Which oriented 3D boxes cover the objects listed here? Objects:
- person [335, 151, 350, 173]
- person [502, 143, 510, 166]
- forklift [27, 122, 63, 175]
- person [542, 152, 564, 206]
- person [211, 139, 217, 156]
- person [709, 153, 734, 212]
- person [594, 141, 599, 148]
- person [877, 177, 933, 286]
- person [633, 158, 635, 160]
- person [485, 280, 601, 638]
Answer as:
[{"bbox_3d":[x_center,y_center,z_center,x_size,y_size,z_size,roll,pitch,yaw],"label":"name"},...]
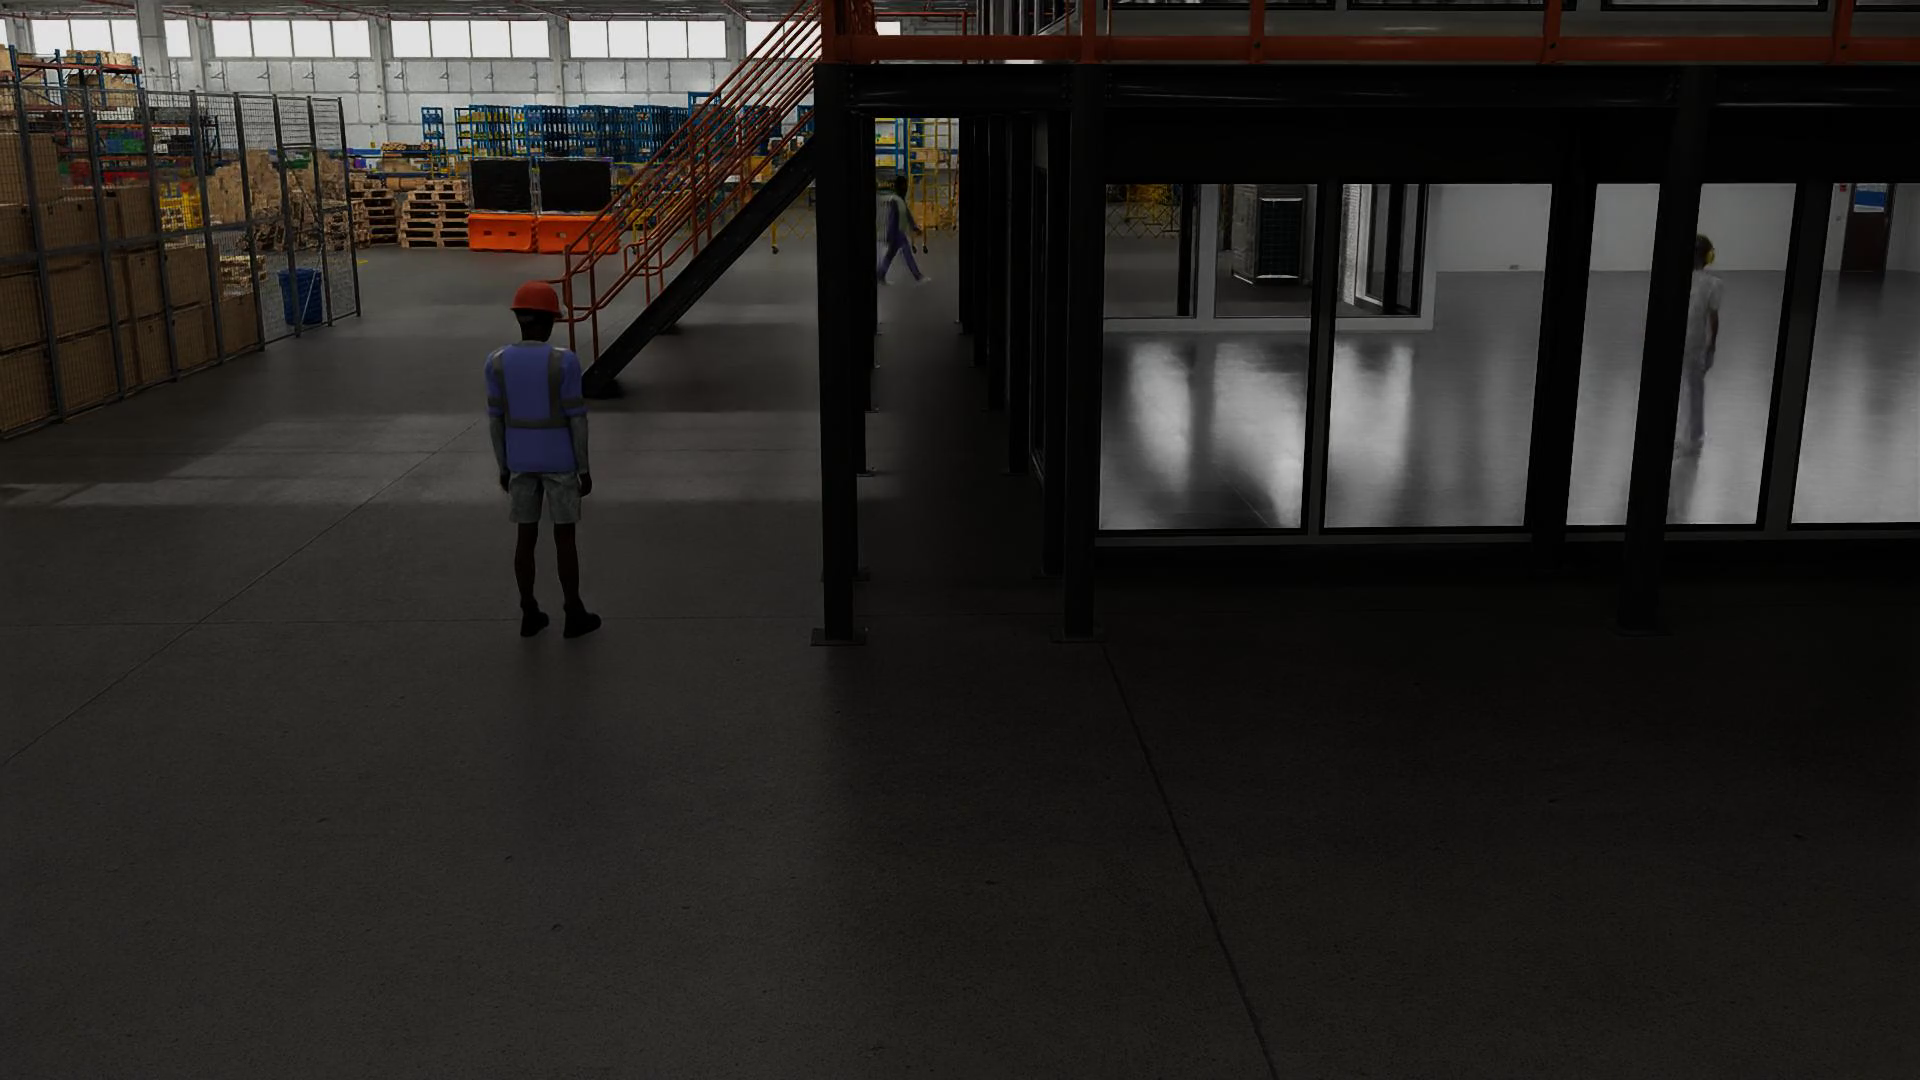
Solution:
[{"bbox_3d":[-22.272,-13.128,60.033,0.929,1.773,0.591,7,16,26],"label":"person"},{"bbox_3d":[-23.402,-19.492,85.420,0.585,1.795,0.696,-3,14,-10],"label":"person"},{"bbox_3d":[-35.376,-14.773,64.377,1.129,2.768,1.873,-1,14,-2],"label":"forklift"},{"bbox_3d":[-13.038,-11.430,53.041,0.736,1.884,0.651,6,15,23],"label":"person"},{"bbox_3d":[-40.313,-20.691,89.970,0.437,1.935,0.623,-9,17,-32],"label":"person"},{"bbox_3d":[-7.636,-11.297,52.291,1.029,2.007,0.629,1,14,5],"label":"person"},{"bbox_3d":[-18.054,-19.080,83.389,0.377,1.995,0.608,10,17,34],"label":"person"},{"bbox_3d":[-0.993,-5.313,28.650,1.047,1.853,0.591,2,14,6],"label":"person"},{"bbox_3d":[-18.338,-21.572,93.711,0.576,1.823,0.591,0,14,-2],"label":"person"},{"bbox_3d":[-2.239,-0.423,8.956,0.542,1.928,0.374,2,14,9],"label":"person"}]
